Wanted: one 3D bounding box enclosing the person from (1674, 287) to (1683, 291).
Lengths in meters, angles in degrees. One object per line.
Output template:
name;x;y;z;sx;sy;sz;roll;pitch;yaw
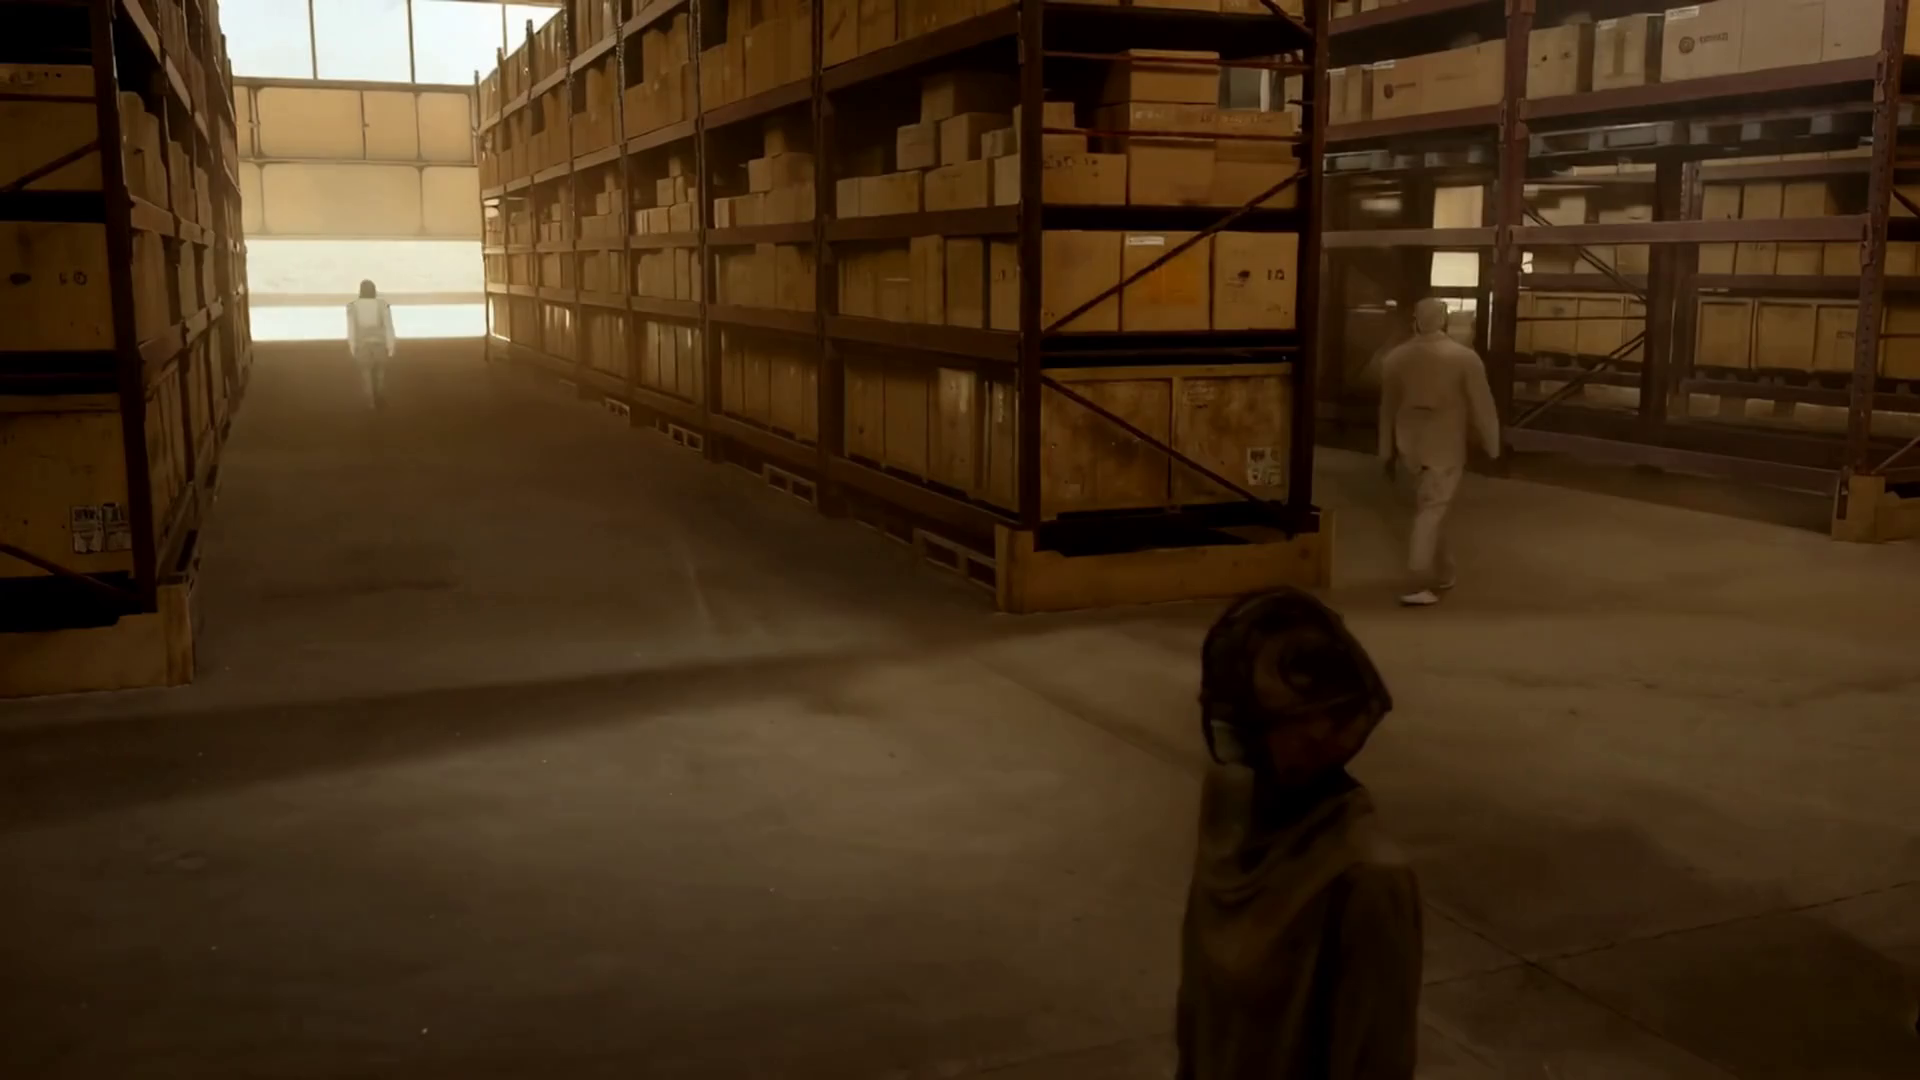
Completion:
person;12.655;-3.715;29.303;0.532;1.809;0.608;-2;10;-12

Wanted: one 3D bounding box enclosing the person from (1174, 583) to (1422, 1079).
person;0.451;0.867;2.399;0.283;1.633;0.499;-4;10;-21

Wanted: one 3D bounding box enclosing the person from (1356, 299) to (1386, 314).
person;6.739;-3.371;27.538;0.530;1.727;0.716;-2;10;-13

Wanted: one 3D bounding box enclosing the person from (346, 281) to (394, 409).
person;-8.427;-2.797;23.833;0.659;1.798;0.919;-2;10;-12

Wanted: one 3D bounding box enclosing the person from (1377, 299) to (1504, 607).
person;2.939;-0.546;10.217;0.679;1.839;0.992;7;12;36
